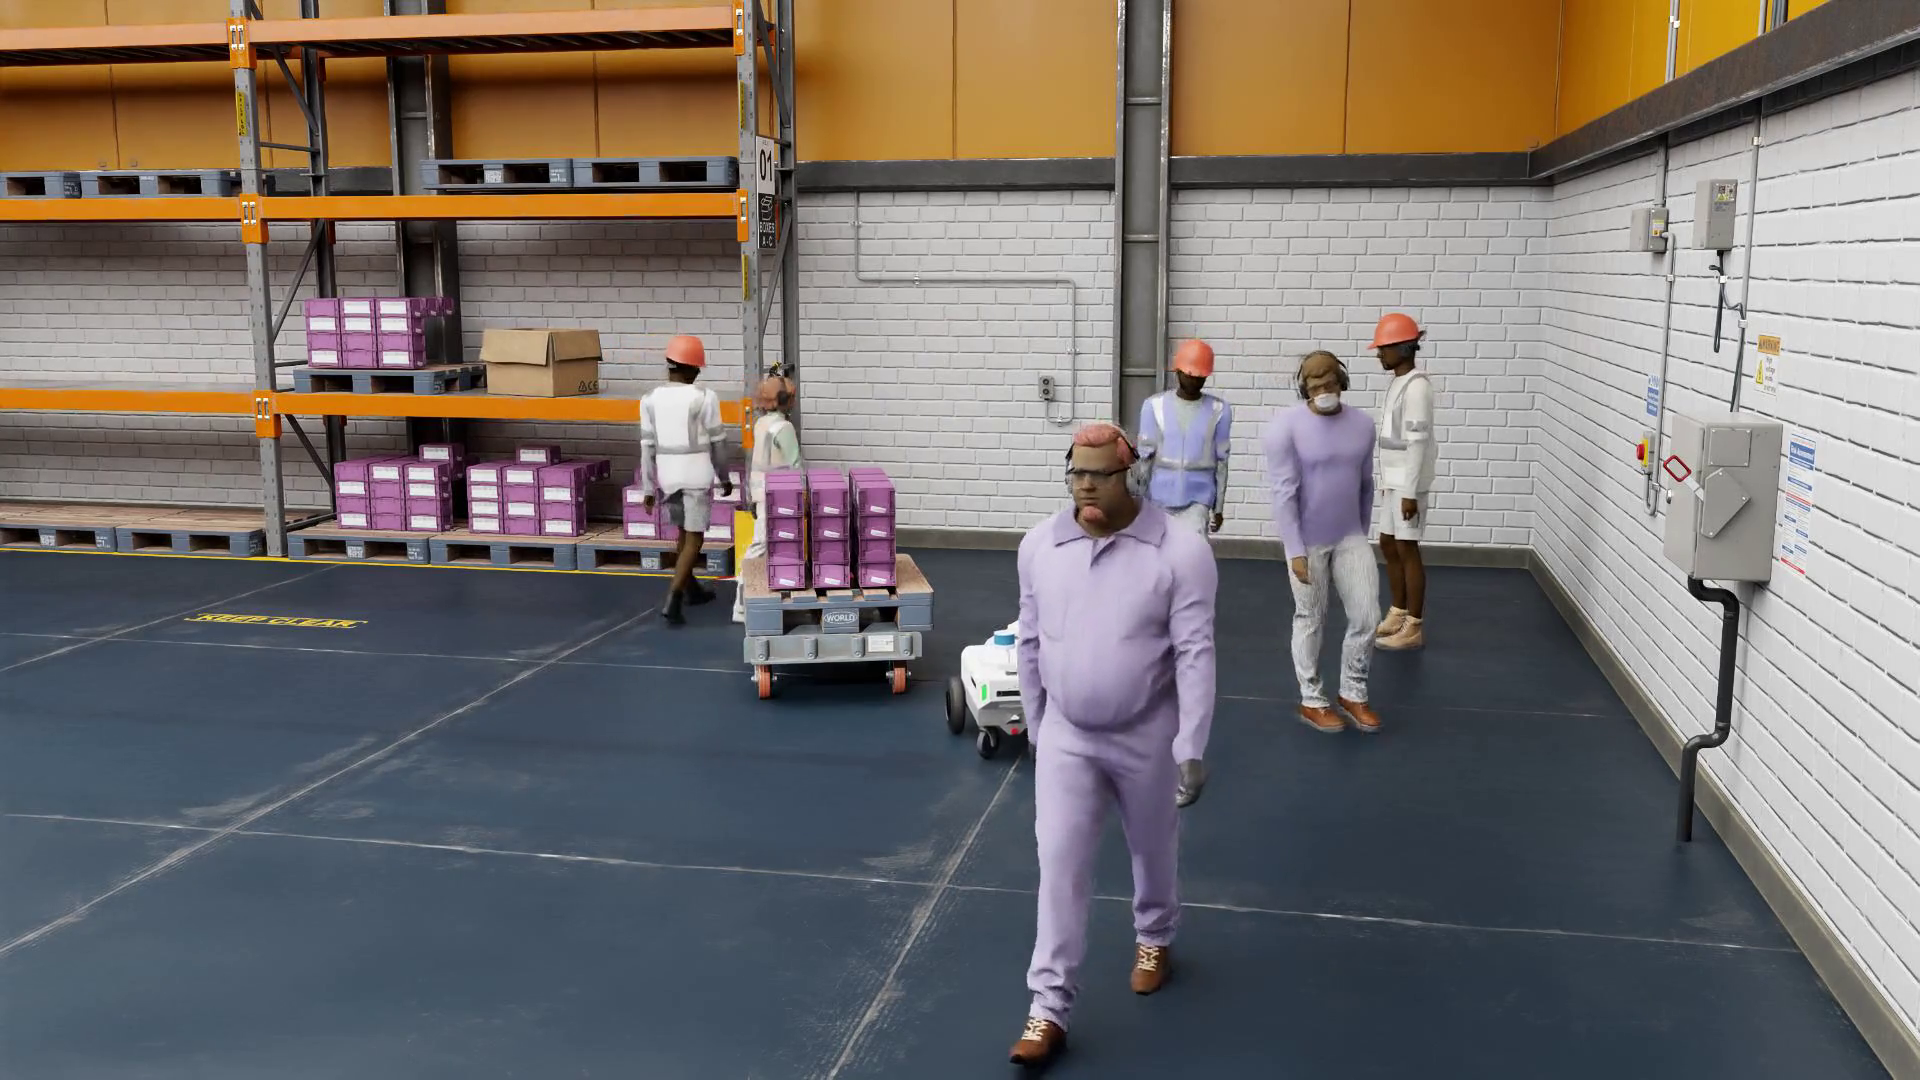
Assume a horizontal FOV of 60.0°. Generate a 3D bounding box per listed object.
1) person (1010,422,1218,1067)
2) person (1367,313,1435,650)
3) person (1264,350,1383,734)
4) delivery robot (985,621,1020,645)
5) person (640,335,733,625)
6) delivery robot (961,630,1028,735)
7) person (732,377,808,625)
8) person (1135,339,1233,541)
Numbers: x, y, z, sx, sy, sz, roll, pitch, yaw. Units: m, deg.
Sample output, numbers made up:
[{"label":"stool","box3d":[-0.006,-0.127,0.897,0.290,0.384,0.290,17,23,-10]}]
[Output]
[{"label":"person","box3d":[0.454,0.571,5.020,0.652,1.858,0.997,4,10,20]},{"label":"person","box3d":[2.647,-0.348,10.076,0.432,2.029,0.629,0,9,1]},{"label":"person","box3d":[1.781,0.031,8.104,0.637,1.905,0.551,-3,10,-19]},{"label":"delivery robot","box3d":[0.409,0.561,8.715,0.477,0.478,0.707,4,10,24]},{"label":"person","box3d":[-1.812,-0.406,10.906,0.536,1.862,1.003,3,10,19]},{"label":"delivery robot","box3d":[0.213,0.679,8.004,0.477,0.478,0.707,-1,10,-7]},{"label":"person","box3d":[-1.111,-0.251,10.783,0.872,1.590,0.513,-4,10,-21]},{"label":"person","box3d":[1.333,-0.267,9.987,0.589,1.892,0.909,2,10,10]}]
